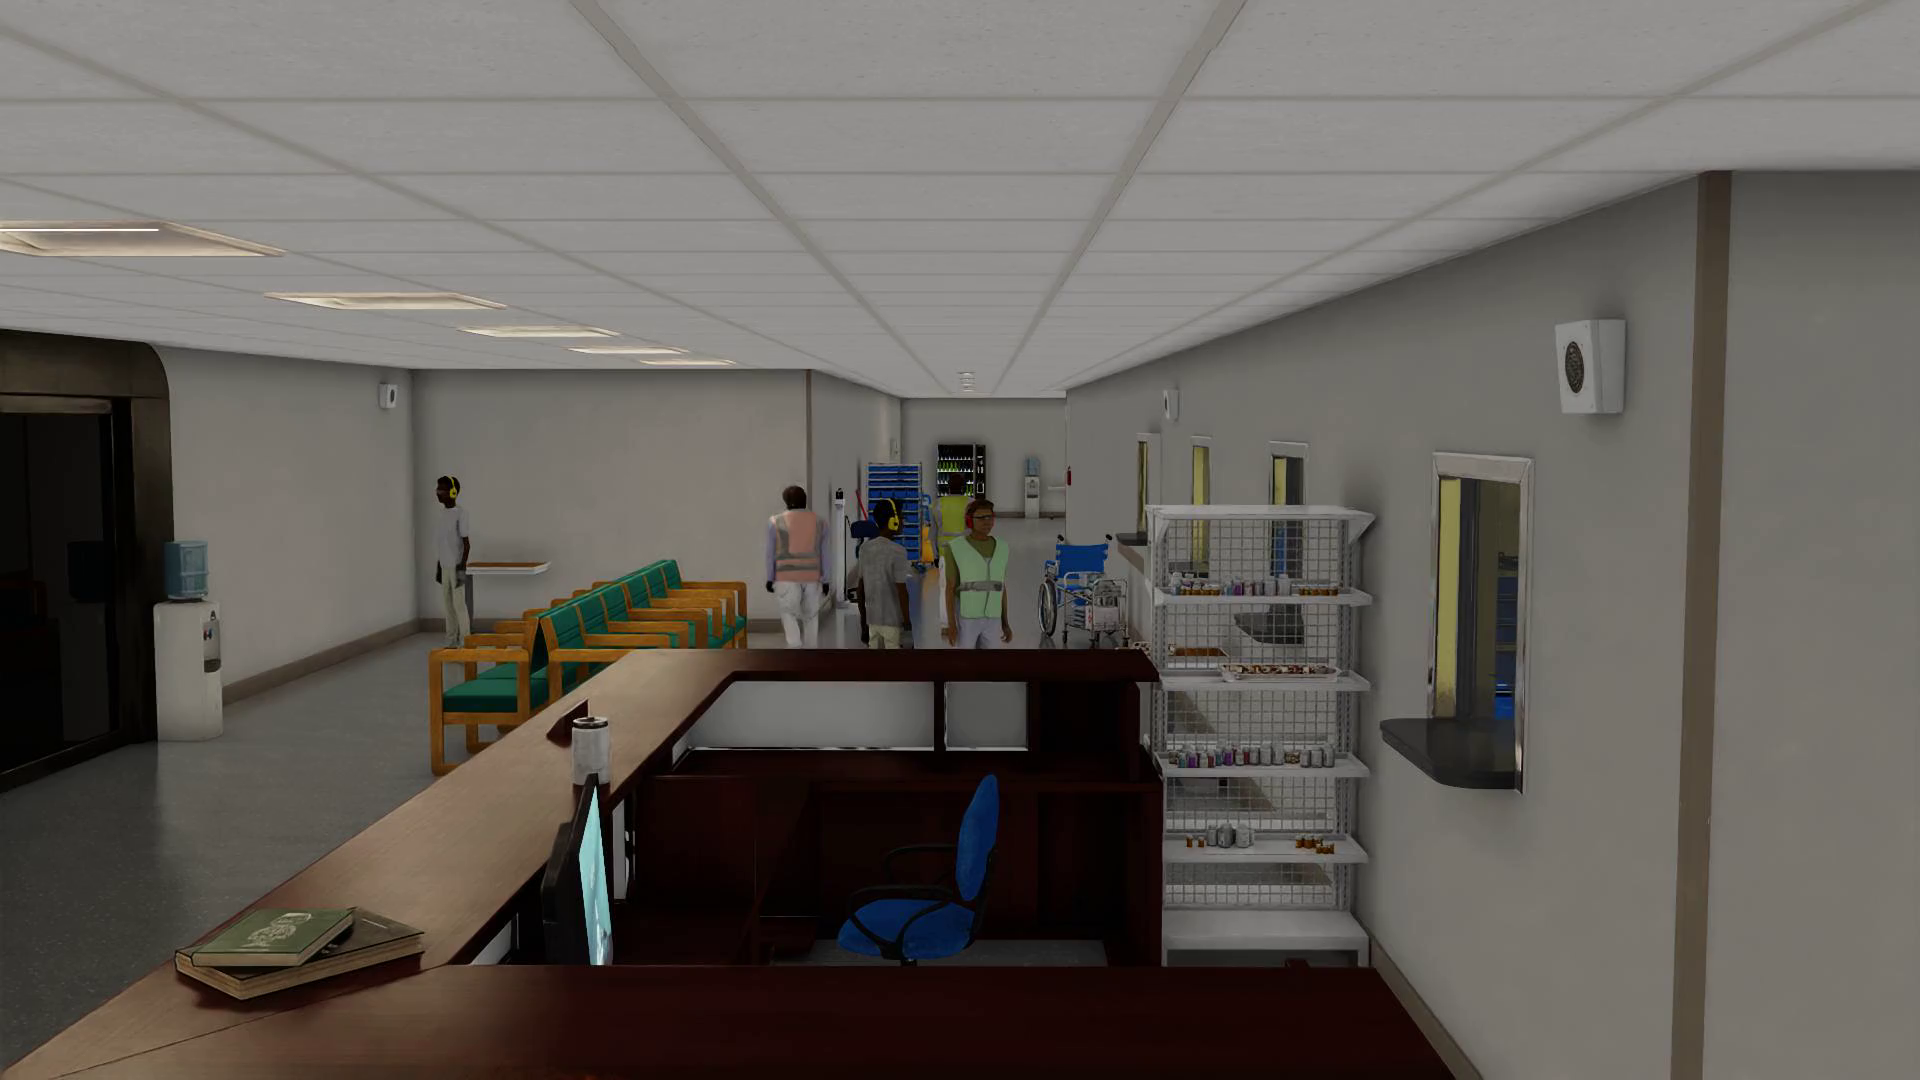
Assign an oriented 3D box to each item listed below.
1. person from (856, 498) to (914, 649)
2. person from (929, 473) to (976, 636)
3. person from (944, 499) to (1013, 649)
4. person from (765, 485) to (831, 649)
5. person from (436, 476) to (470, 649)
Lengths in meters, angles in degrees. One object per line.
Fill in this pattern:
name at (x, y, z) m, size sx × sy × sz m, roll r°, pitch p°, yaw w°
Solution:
person at (-0.526, 0.628, 12.061) m, size 0.314 × 1.869 × 0.537 m, roll -4°, pitch 6°, yaw -44°
person at (-0.022, 0.168, 18.715) m, size 0.627 × 1.844 × 0.429 m, roll 1°, pitch 4°, yaw 15°
person at (0.129, 0.611, 12.443) m, size 0.563 × 1.848 × 0.389 m, roll -3°, pitch 5°, yaw -35°
person at (-1.556, 0.371, 16.147) m, size 0.633 × 1.809 × 0.808 m, roll -2°, pitch 4°, yaw -20°
person at (-5.157, 0.285, 16.839) m, size 0.517 × 1.874 × 0.327 m, roll 4°, pitch 6°, yaw 44°
